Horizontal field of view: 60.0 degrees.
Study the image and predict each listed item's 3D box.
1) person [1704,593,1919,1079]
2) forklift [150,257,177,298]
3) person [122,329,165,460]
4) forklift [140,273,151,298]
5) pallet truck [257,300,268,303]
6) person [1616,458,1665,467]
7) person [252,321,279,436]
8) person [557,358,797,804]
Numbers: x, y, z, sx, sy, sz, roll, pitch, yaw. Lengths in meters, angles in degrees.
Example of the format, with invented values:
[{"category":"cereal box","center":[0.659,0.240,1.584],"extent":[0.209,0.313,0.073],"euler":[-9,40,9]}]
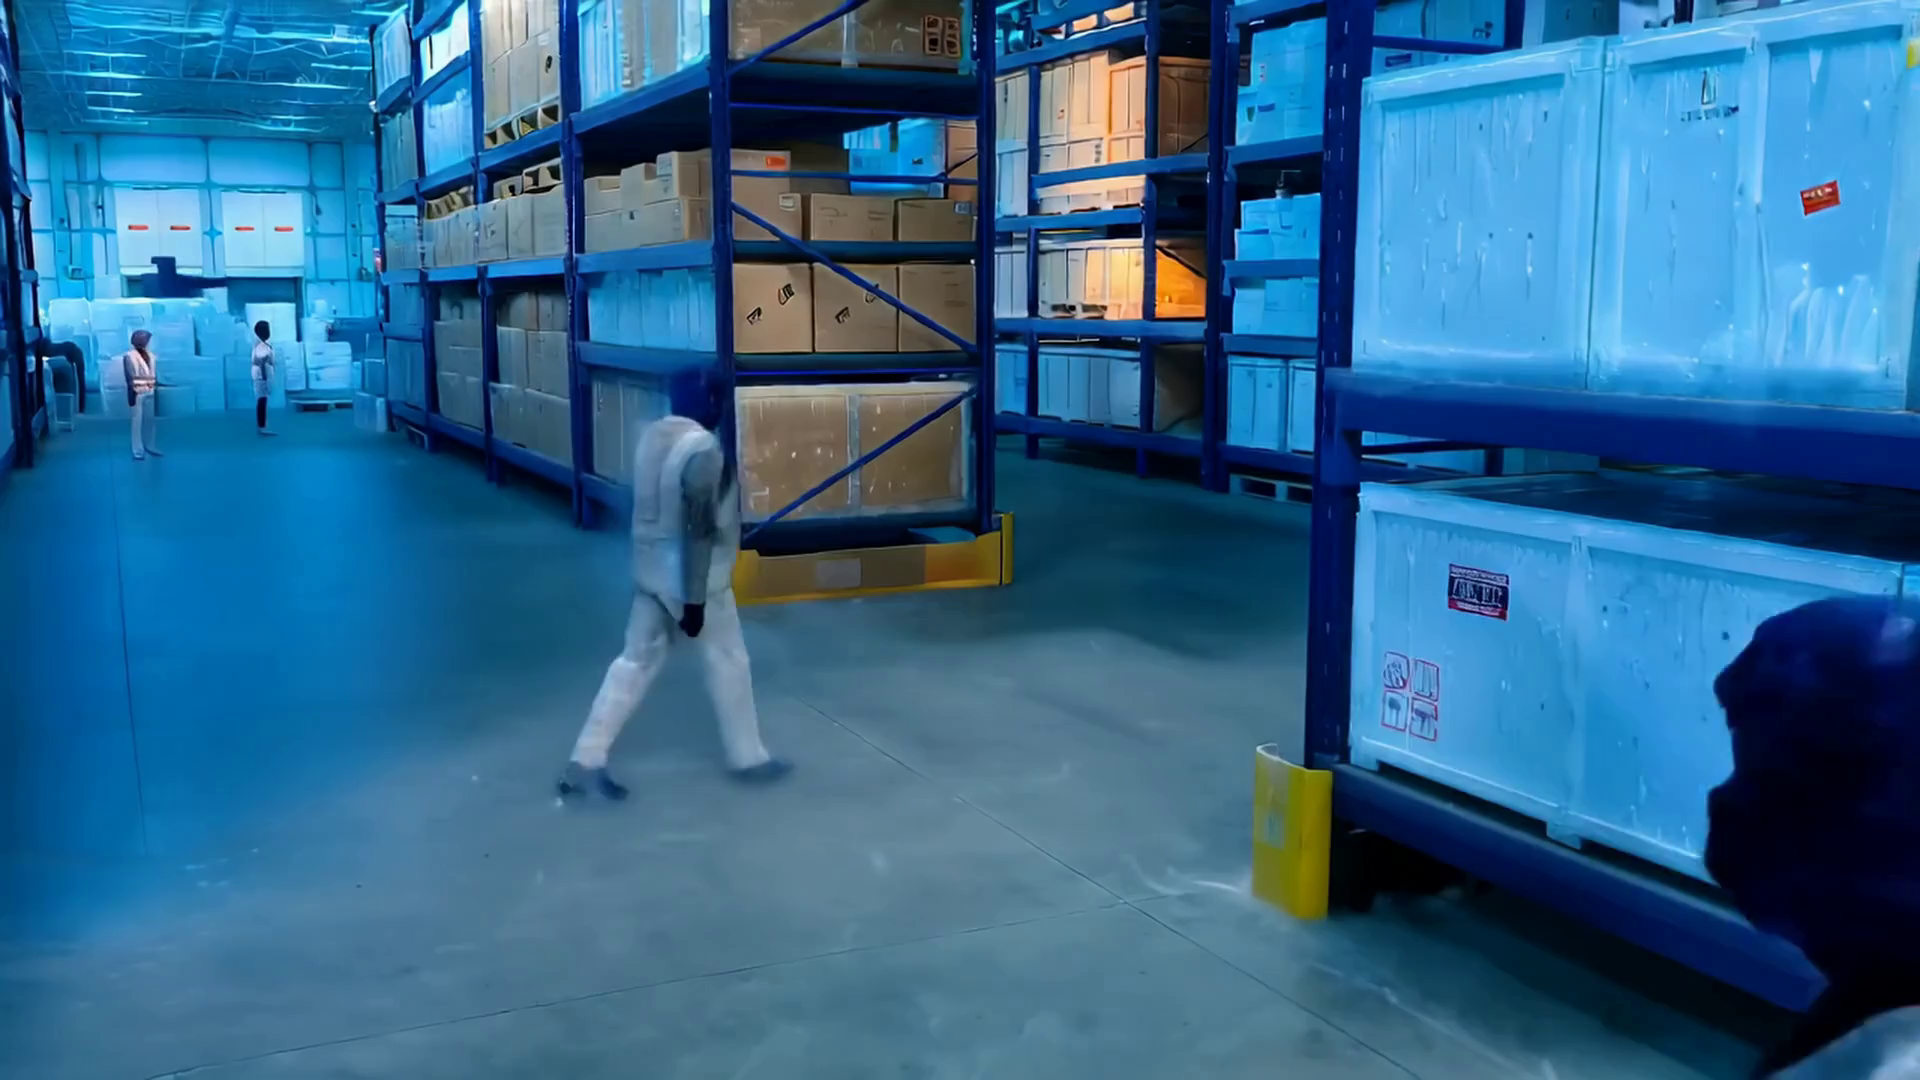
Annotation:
[{"category":"person","center":[0.658,0.929,1.378],"extent":[0.941,1.797,0.622],"euler":[8,11,42]},{"category":"forklift","center":[-15.439,-4.114,32.461],"extent":[1.873,2.768,1.129],"euler":[-4,9,-26]},{"category":"person","center":[-10.274,-1.821,20.902],"extent":[0.308,1.640,0.511],"euler":[2,9,15]},{"category":"forklift","center":[-25.382,-7.057,52.754],"extent":[1.873,2.768,1.129],"euler":[6,10,36]},{"category":"pallet truck","center":[-23.913,-7.404,58.171],"extent":[1.885,1.965,0.823],"euler":[-1,8,-9]},{"category":"person","center":[3.237,-0.007,7.506],"extent":[0.542,1.893,0.671],"euler":[-5,10,-32]},{"category":"person","center":[-10.303,-2.387,24.608],"extent":[0.322,1.697,0.534],"euler":[-4,9,-24]},{"category":"person","center":[-1.178,0.168,6.699],"extent":[0.987,1.795,0.634],"euler":[-6,10,-35]}]
